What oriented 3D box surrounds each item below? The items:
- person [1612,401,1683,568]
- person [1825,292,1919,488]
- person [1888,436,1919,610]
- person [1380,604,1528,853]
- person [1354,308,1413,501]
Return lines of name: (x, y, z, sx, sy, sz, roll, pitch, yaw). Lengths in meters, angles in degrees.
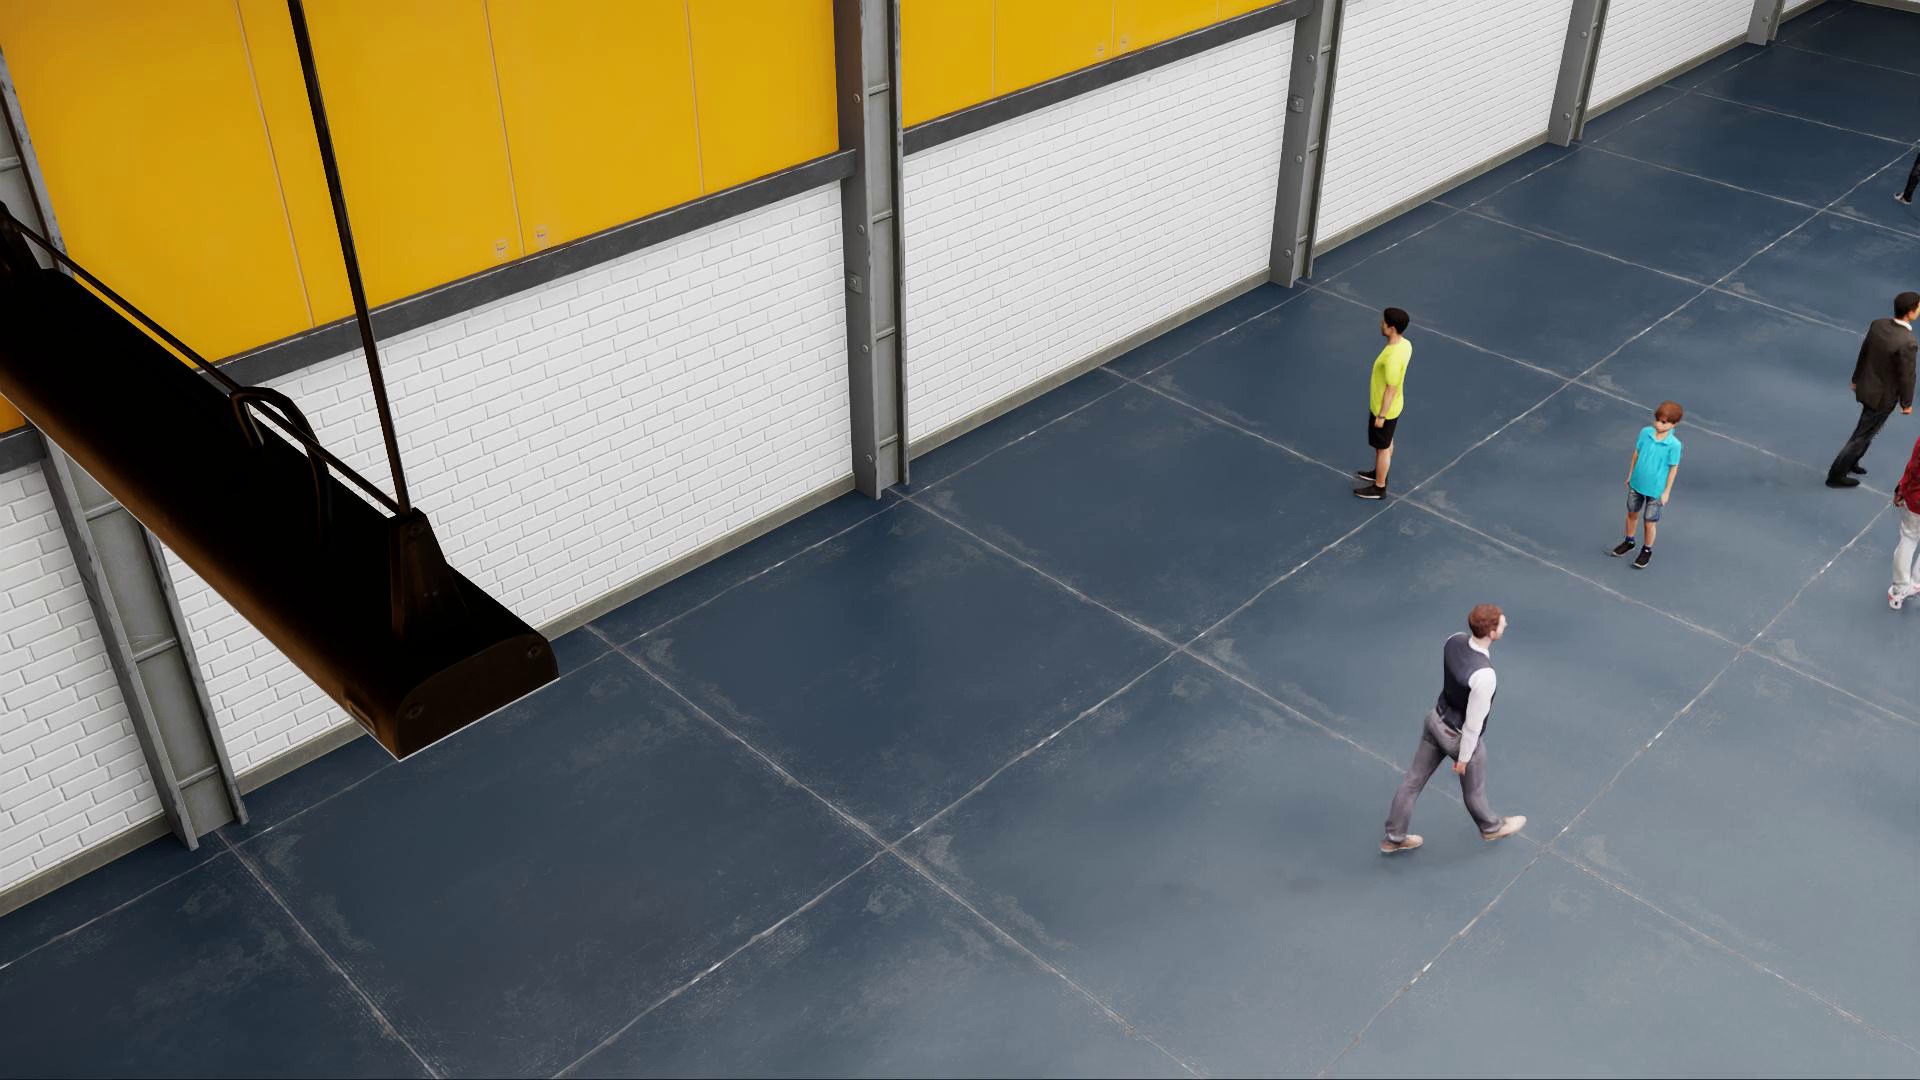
person: (5.456, -0.467, 13.120, 0.545, 1.442, 0.558, -22, 40, -30)
person: (7.621, -1.237, 13.964, 0.891, 1.790, 0.837, -1, 34, -1)
person: (7.308, -0.258, 12.473, 0.782, 1.810, 0.804, 18, 38, 25)
person: (2.950, 1.196, 10.206, 1.292, 1.897, 1.070, -9, 35, -13)
person: (3.573, -1.152, 13.911, 0.754, 1.707, 0.606, 11, 35, 16)
